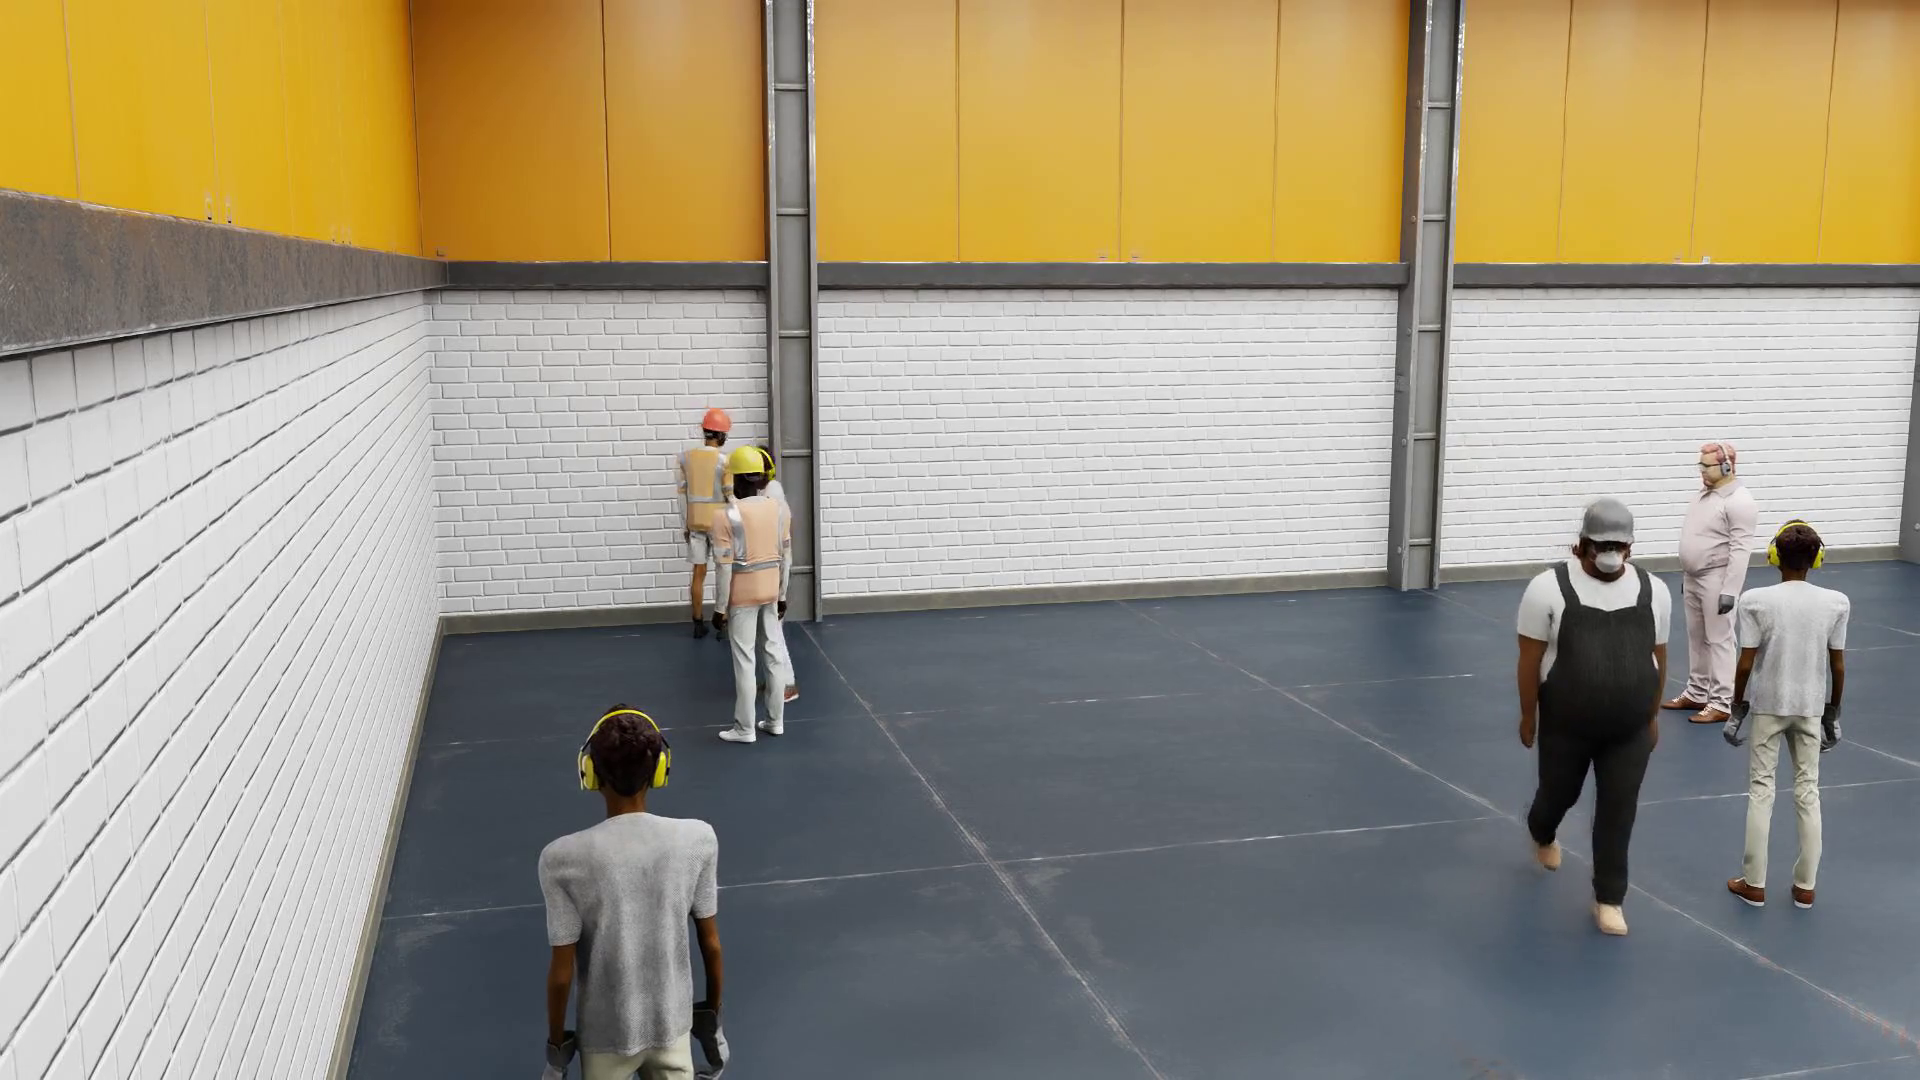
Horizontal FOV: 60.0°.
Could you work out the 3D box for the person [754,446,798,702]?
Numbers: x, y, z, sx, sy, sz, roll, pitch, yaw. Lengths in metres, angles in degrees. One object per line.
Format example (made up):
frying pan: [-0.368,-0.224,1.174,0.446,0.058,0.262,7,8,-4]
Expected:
person: [-1.348,0.236,11.817,0.352,1.835,0.654,0,9,0]

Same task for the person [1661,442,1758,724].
person: [5.079,0.283,11.280,0.410,1.906,0.642,-1,9,-5]

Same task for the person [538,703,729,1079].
person: [-0.898,1.376,4.585,0.533,1.863,0.310,-5,10,-27]

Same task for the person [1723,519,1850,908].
person: [3.941,0.829,7.963,0.520,1.877,0.328,2,9,11]

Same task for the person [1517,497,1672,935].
person: [2.990,0.758,7.888,0.692,2.000,0.832,1,9,7]

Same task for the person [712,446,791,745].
person: [-1.356,0.357,10.747,0.586,1.928,0.364,-9,13,-44]

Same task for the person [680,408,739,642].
person: [-2.045,-0.119,13.764,0.589,1.917,0.415,4,10,24]
